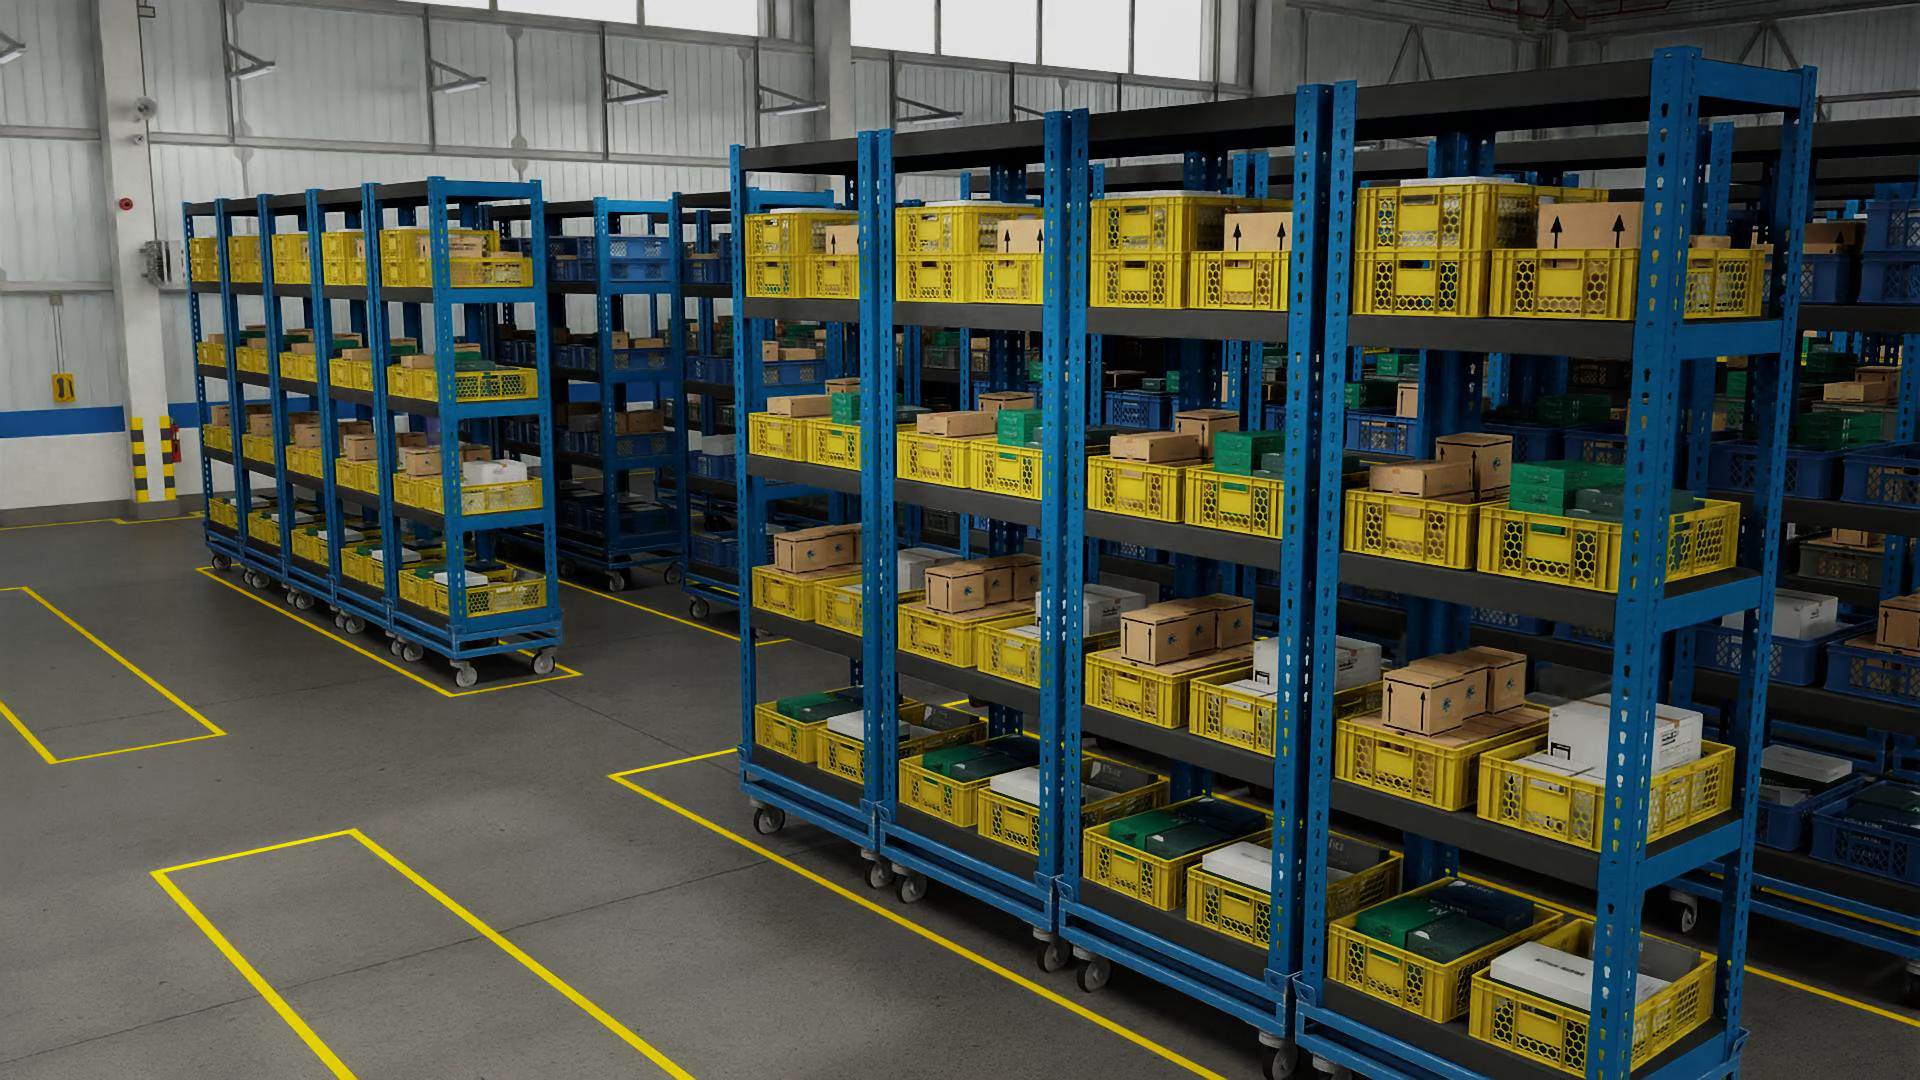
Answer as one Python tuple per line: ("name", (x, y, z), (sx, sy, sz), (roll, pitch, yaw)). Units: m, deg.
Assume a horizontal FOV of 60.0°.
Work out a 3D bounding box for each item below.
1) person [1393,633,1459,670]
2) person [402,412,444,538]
("person", (3.083, 0.360, 10.733), (0.943, 1.782, 0.623), (6, 11, 34))
("person", (-5.873, -0.870, 18.071), (0.640, 1.801, 0.731), (3, 10, 19))
